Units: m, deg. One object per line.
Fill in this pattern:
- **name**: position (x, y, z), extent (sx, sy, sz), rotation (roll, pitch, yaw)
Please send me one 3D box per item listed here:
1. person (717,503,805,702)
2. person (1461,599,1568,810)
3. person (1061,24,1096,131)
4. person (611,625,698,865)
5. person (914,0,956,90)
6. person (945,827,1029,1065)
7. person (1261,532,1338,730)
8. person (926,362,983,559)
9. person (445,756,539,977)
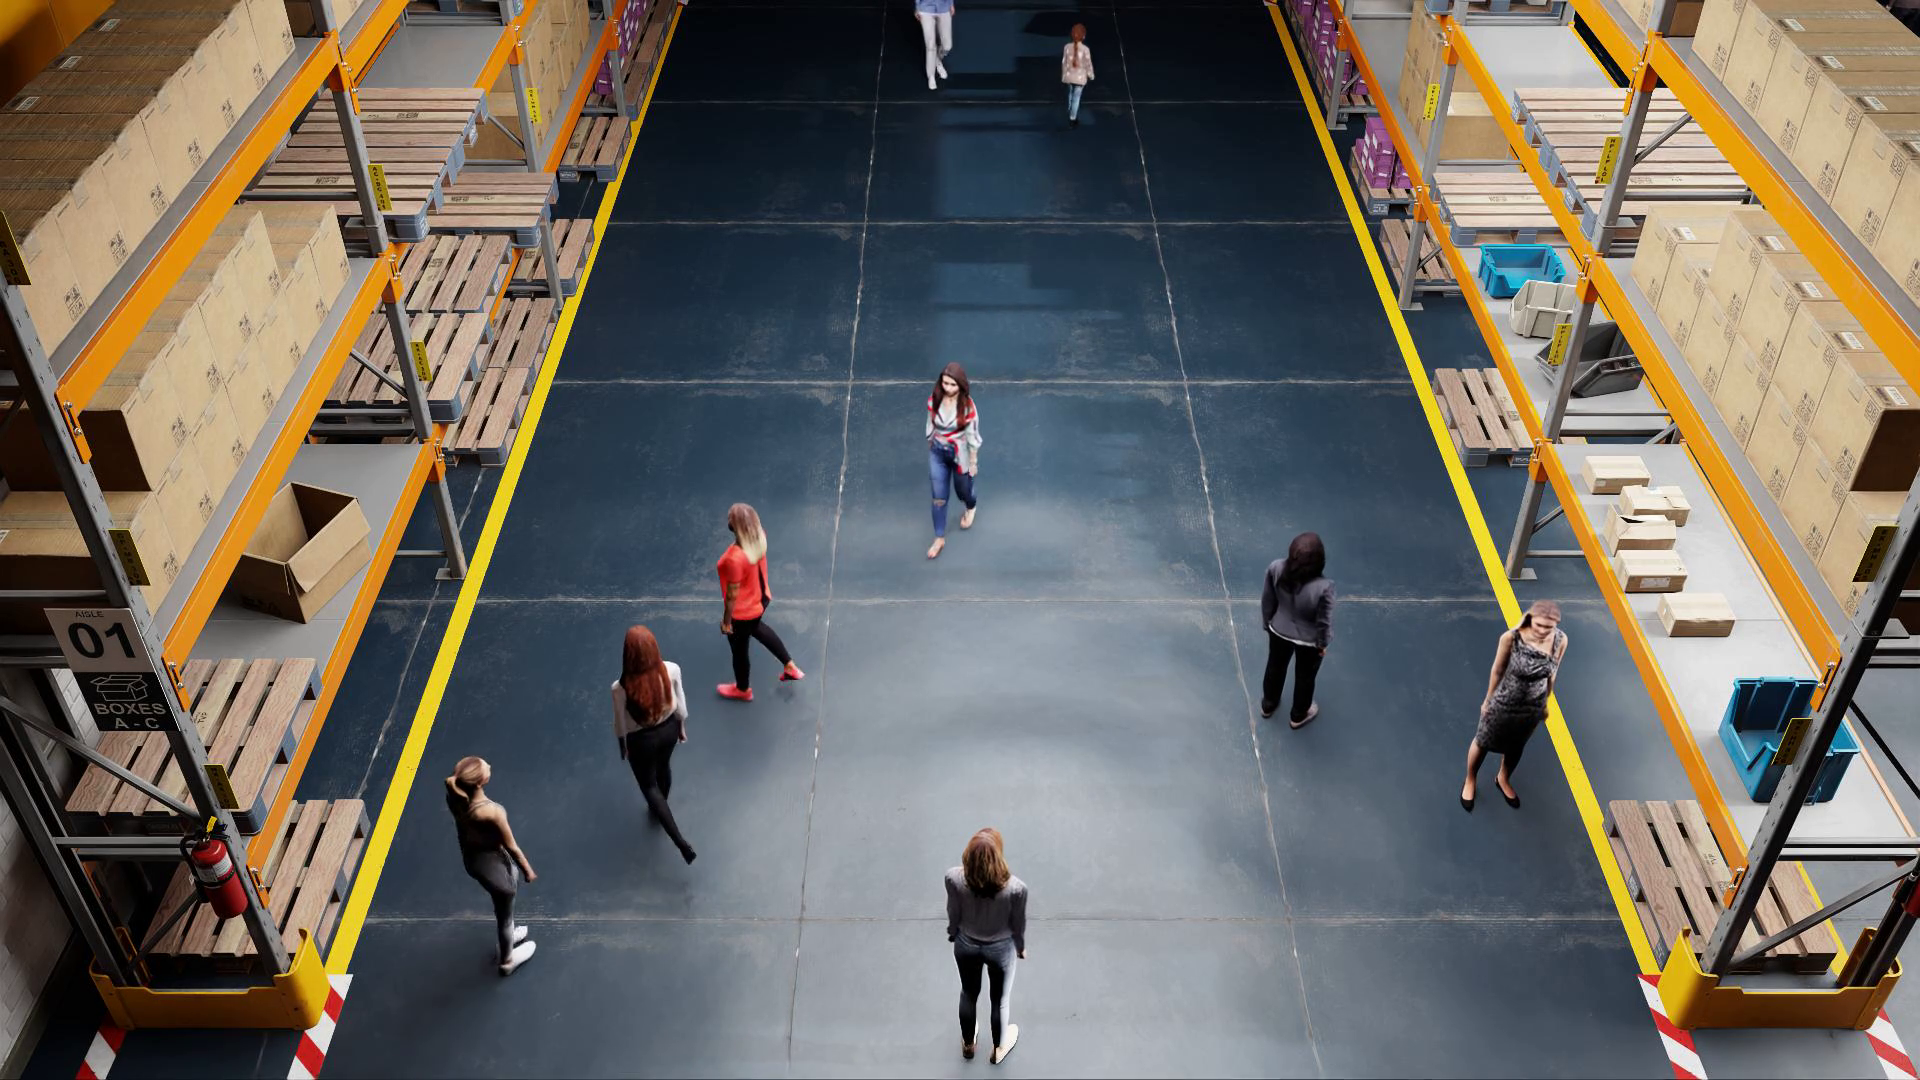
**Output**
- **person**: position (-1.369, 0.456, 11.200), extent (0.827, 1.683, 0.865), rotation (12, 40, 15)
- **person**: position (3.505, 1.010, 10.491), extent (0.560, 1.702, 0.485), rotation (1, 39, 1)
- **person**: position (1.282, -5.185, 18.664), extent (0.626, 1.183, 0.707), rotation (19, 42, 22)
- **person**: position (-1.834, 1.278, 10.127), extent (0.947, 1.738, 1.119), rotation (-20, 43, -23)
- **person**: position (-0.306, -6.253, 19.445), extent (0.729, 1.877, 0.755), rotation (-8, 39, -10)
- **person**: position (0.139, 2.185, 8.945), extent (0.636, 1.796, 0.586), rotation (9, 39, 11)
- **person**: position (2.256, 0.595, 11.095), extent (0.799, 1.598, 0.846), rotation (26, 46, 29)
- **person**: position (-0.024, -0.670, 12.679), extent (0.814, 1.597, 0.997), rotation (14, 41, 17)
- **person**: position (-2.707, 1.893, 9.395), extent (0.699, 1.691, 0.741), rotation (22, 44, 26)
